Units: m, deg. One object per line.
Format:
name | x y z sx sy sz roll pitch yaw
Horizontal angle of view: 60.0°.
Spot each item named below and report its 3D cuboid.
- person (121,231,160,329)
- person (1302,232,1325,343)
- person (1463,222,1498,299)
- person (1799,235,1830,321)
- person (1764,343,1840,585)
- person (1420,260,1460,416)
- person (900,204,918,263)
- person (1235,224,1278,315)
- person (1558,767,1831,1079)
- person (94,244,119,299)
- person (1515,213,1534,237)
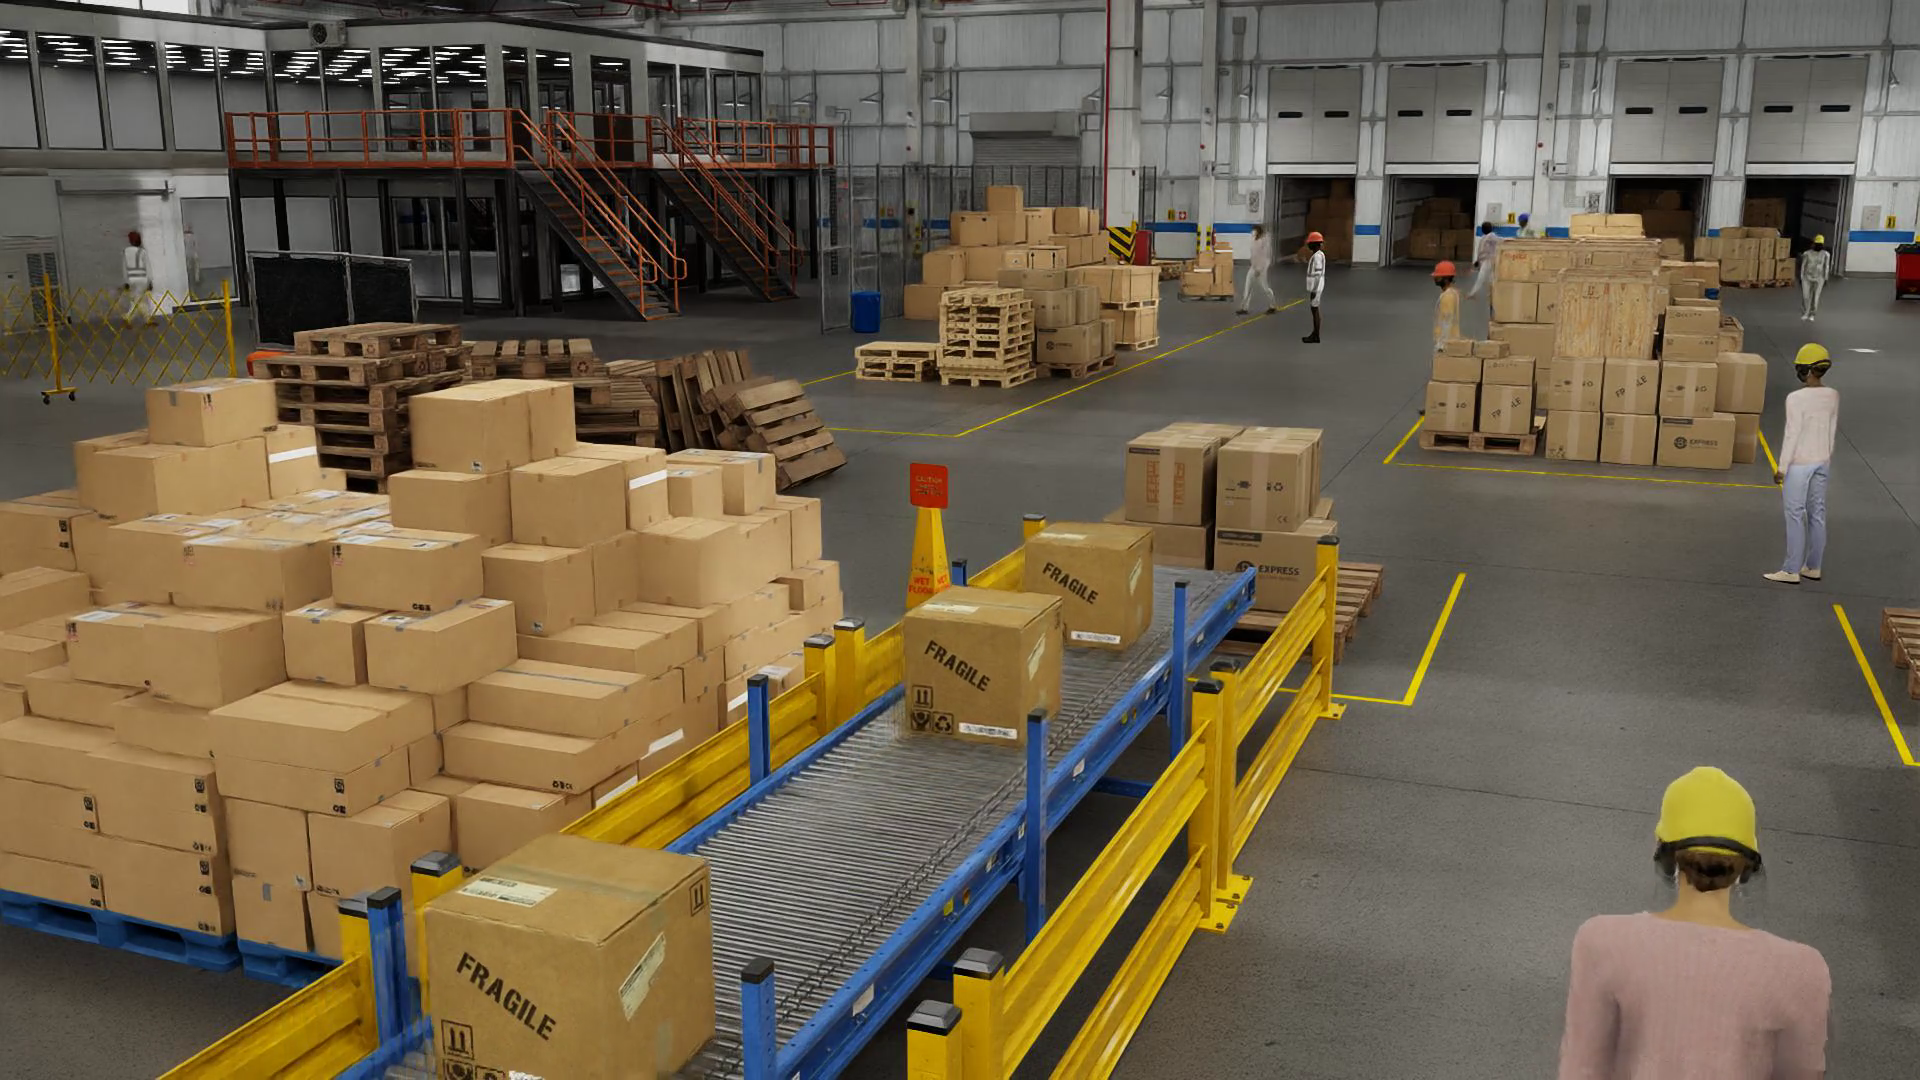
person | -15.711 -4.945 31.701 0.582 1.857 0.860 5 13 20
person | 6.197 -4.420 29.145 0.357 1.936 0.551 2 13 11
person | 12.336 -6.545 39.028 0.977 1.789 0.646 -1 13 -4
person | 17.023 -5.205 33.153 0.512 1.705 0.823 7 14 28
person | 6.184 -0.559 12.213 0.533 1.767 0.327 -6 14 -25
person | 5.960 -2.454 20.352 0.508 1.926 0.567 5 13 20
person | -1.623 -9.980 54.126 0.512 1.915 0.603 3 13 12
person | 6.278 -5.662 34.827 0.985 1.899 0.630 -7 14 -30
person | 1.643 1.340 3.772 0.530 1.741 0.768 6 14 26
person | -19.323 -6.268 37.657 0.898 1.840 0.529 -4 13 -17
person | 14.006 -7.148 41.388 0.464 1.931 0.637 -5 13 -20
